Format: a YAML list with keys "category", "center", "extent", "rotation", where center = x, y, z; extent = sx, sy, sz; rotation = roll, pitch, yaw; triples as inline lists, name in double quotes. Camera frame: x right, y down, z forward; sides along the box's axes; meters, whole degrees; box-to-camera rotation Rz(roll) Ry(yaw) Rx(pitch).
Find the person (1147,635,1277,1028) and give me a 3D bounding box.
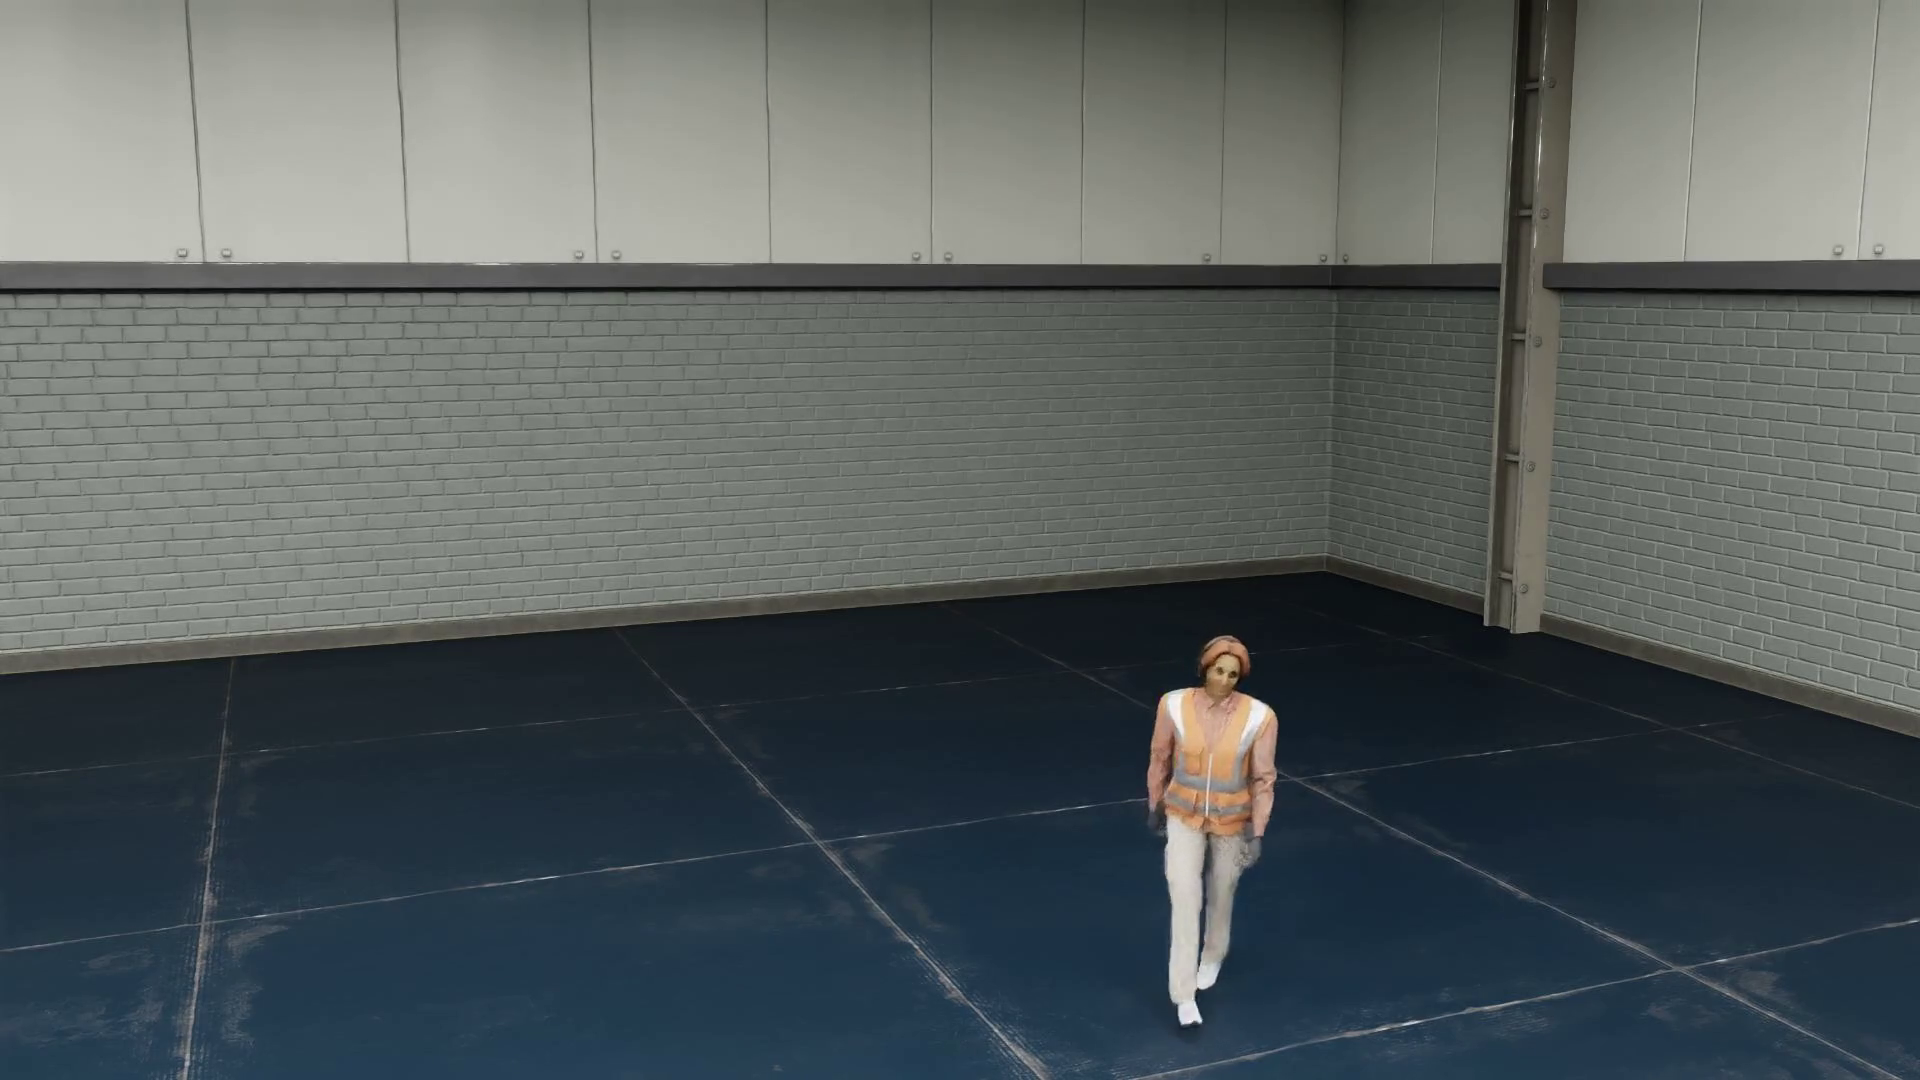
- category: "person"
  center: [1.016, 1.161, 6.804]
  extent: [0.530, 1.587, 0.810]
  rotation: [2, 9, 13]
